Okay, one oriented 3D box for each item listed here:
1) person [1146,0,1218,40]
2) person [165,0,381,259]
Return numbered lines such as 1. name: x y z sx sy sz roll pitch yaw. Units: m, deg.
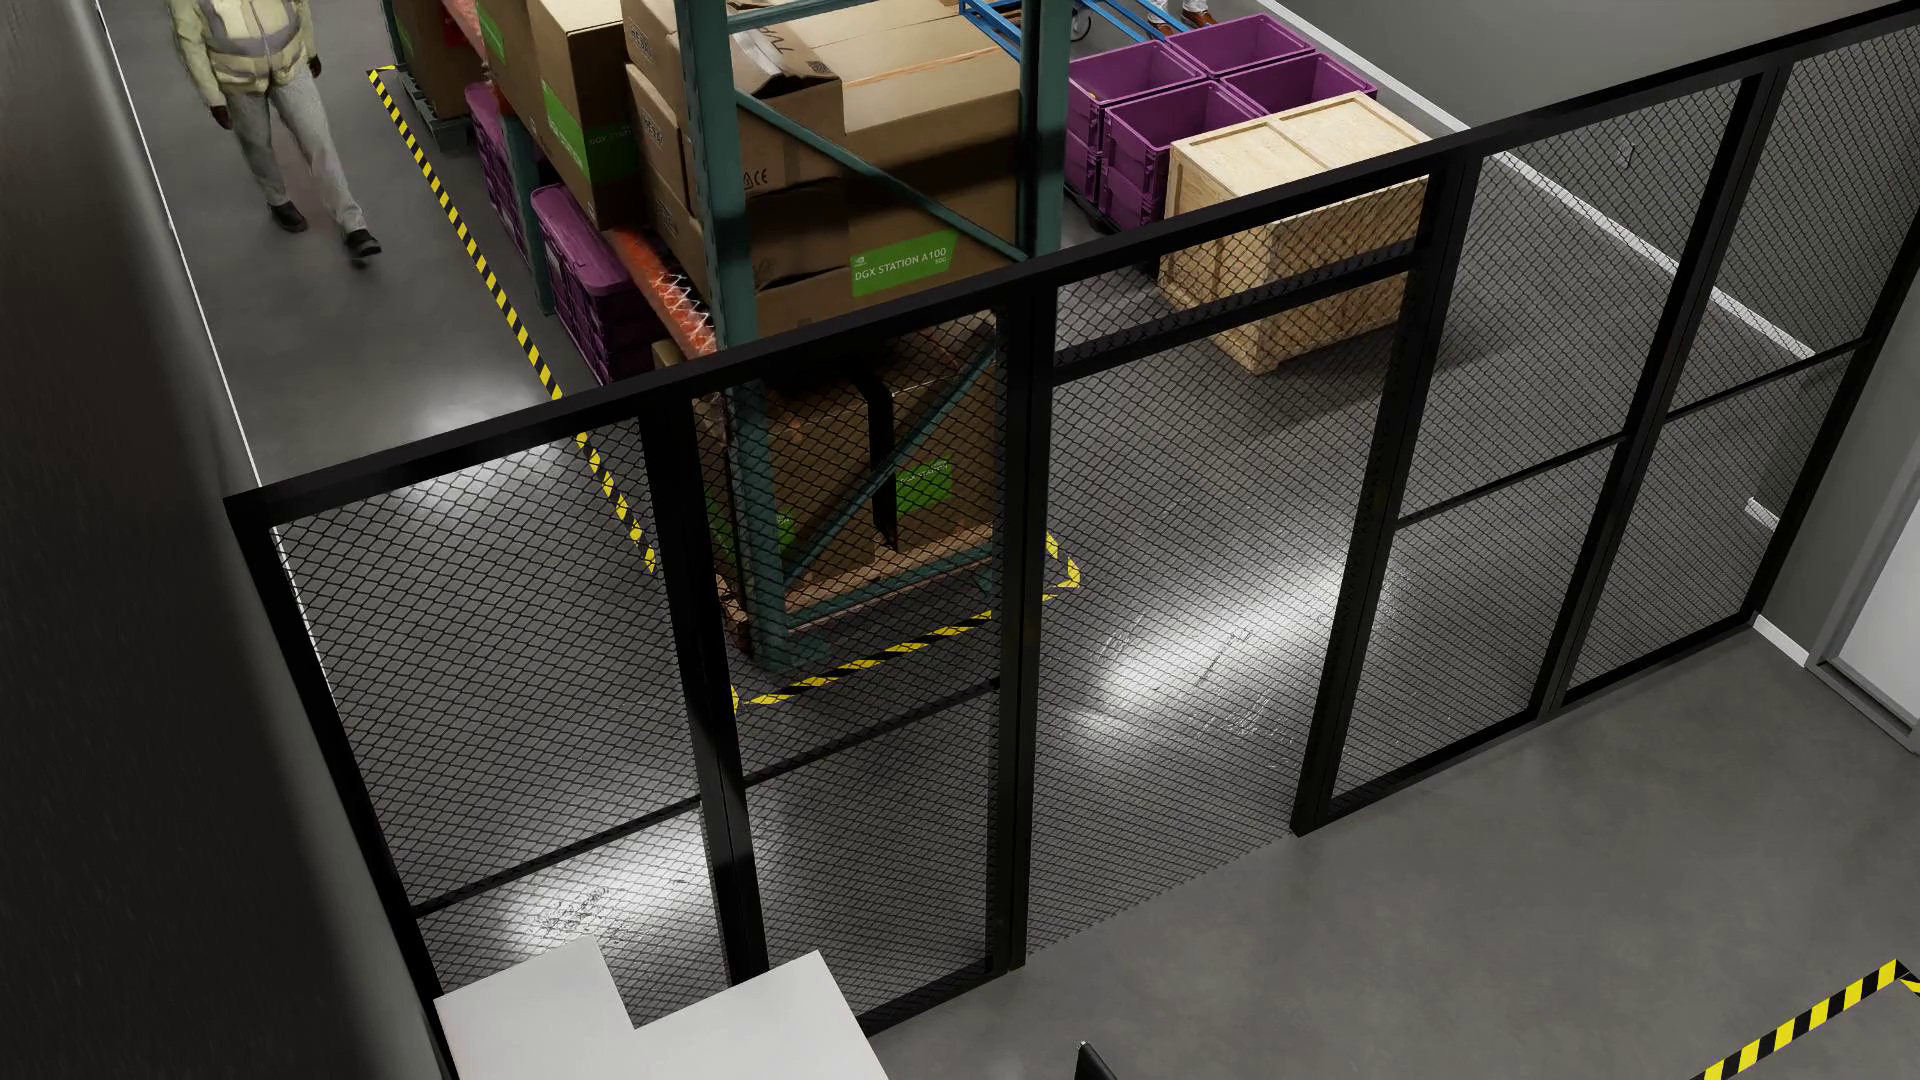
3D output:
1. person: 1.275 -3.628 8.915 0.631 1.940 0.372 -22 47 -22
2. person: -3.050 -2.052 7.308 0.608 1.775 0.928 -27 49 -27
